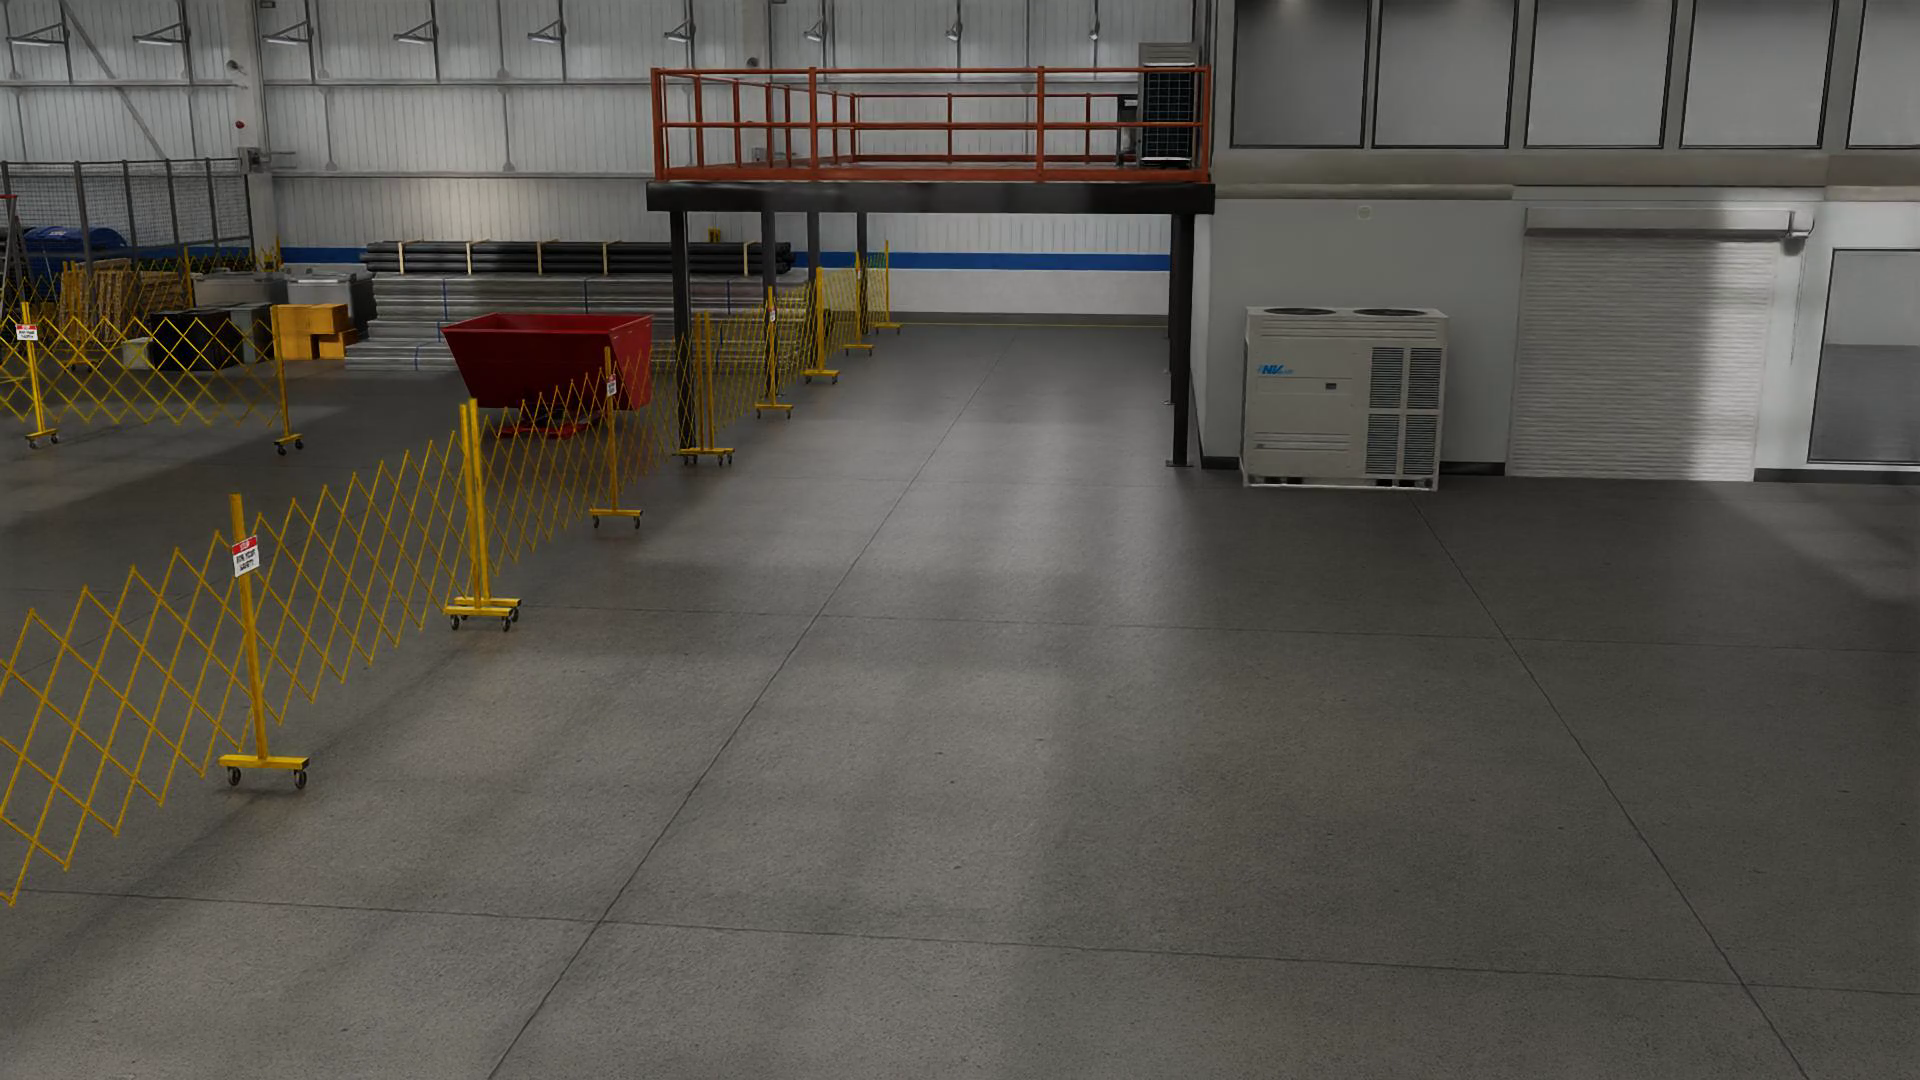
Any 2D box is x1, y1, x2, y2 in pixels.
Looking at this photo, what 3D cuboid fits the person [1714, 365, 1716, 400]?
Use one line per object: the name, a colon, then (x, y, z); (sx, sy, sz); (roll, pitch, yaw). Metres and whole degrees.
person: (8.114, -1.651, 18.114); (0.282, 1.633, 0.500); (-6, 15, -23)
